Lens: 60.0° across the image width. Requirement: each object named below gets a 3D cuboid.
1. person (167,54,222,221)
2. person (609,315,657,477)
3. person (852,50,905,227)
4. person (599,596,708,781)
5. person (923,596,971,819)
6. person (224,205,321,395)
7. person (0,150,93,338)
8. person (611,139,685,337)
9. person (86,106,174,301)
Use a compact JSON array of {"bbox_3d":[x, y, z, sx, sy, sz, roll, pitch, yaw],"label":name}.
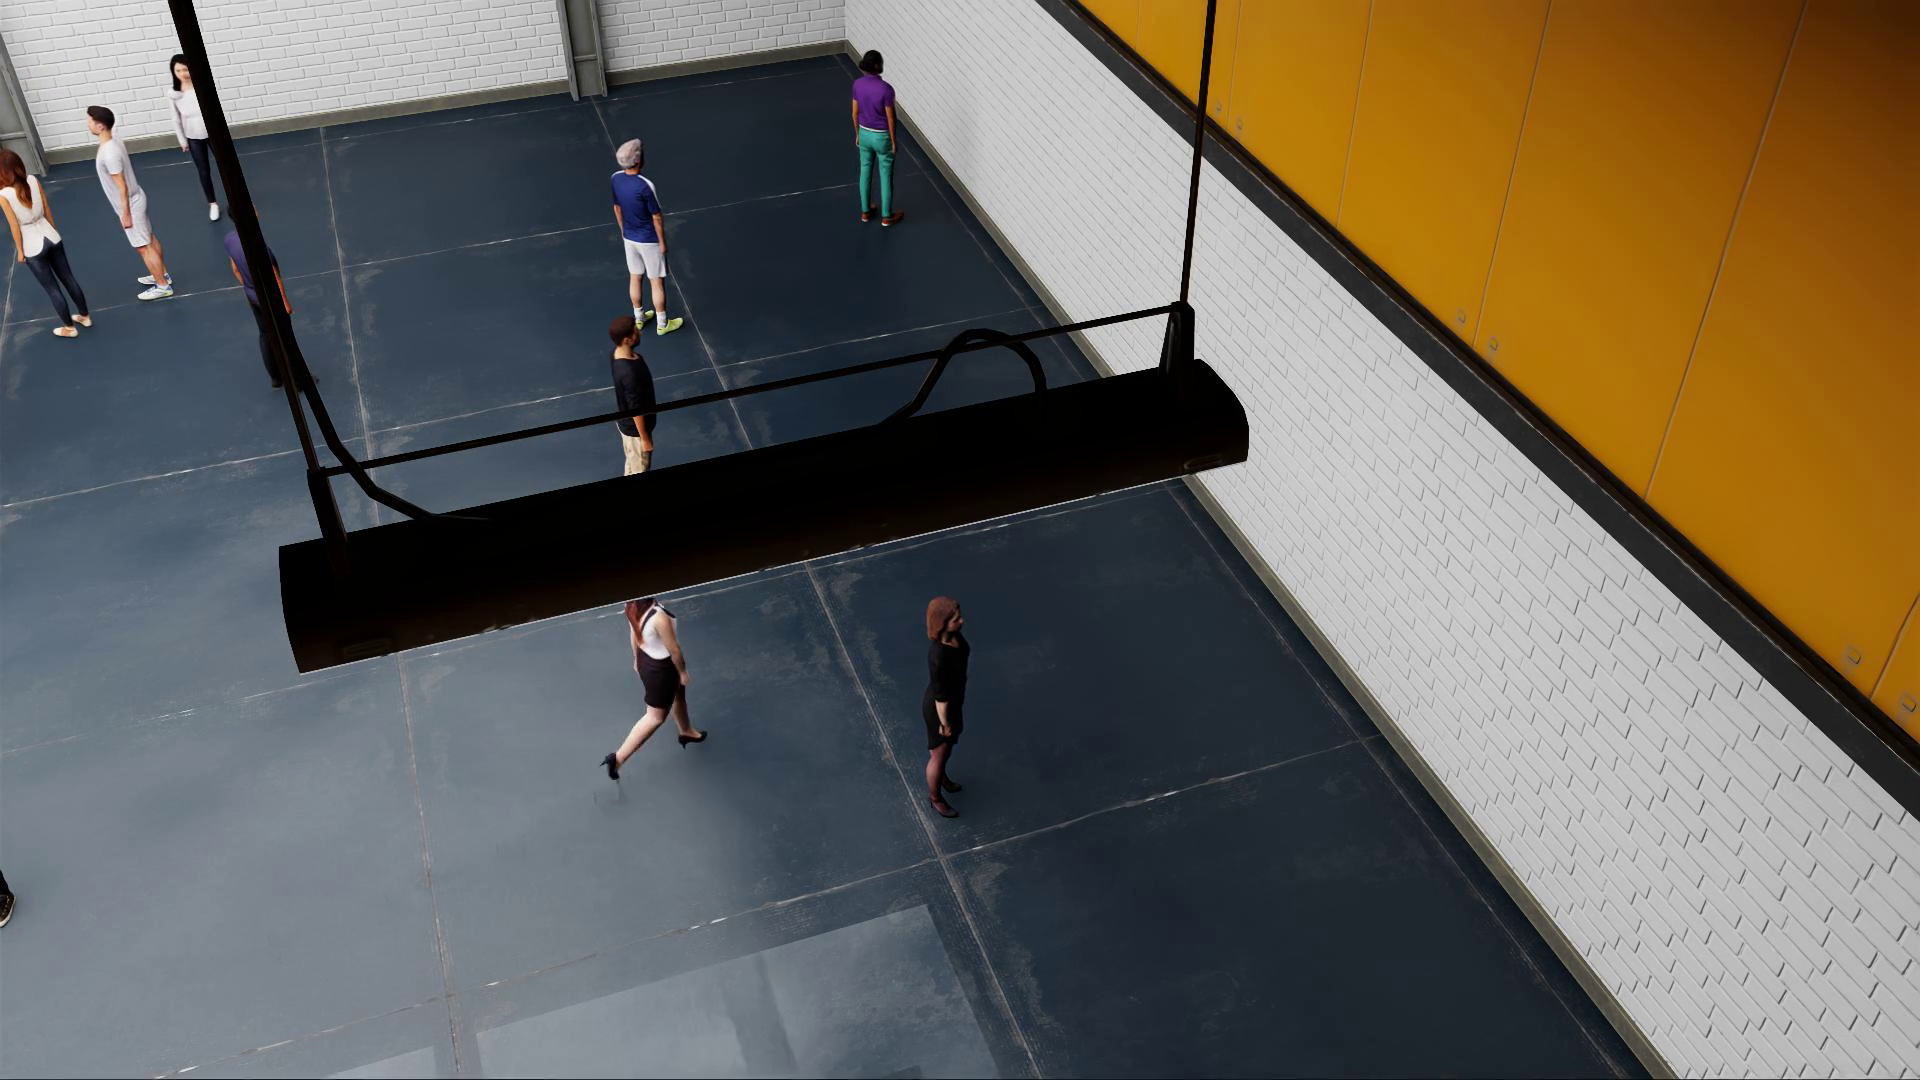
[{"bbox_3d":[-7.502,-4.016,16.521,0.484,1.701,0.678,-15,41,-18],"label":"person"},{"bbox_3d":[-2.434,-0.856,12.444,0.537,1.851,0.629,-12,40,-15],"label":"person"},{"bbox_3d":[-0.831,-3.966,16.406,0.696,1.767,0.752,17,42,20],"label":"person"},{"bbox_3d":[-1.970,0.866,10.474,1.100,1.620,0.807,-29,47,-31],"label":"person"},{"bbox_3d":[-0.101,1.011,10.223,0.649,1.706,0.657,5,39,7],"label":"person"},{"bbox_3d":[-5.848,-2.044,13.979,0.708,1.793,0.753,19,42,22],"label":"person"},{"bbox_3d":[-8.113,-2.615,14.699,0.726,1.785,0.664,17,41,20],"label":"person"},{"bbox_3d":[-2.815,-2.684,14.743,0.718,1.838,0.765,19,42,22],"label":"person"},{"bbox_3d":[-7.618,-3.100,15.251,0.531,1.854,0.674,-12,40,-15],"label":"person"}]
